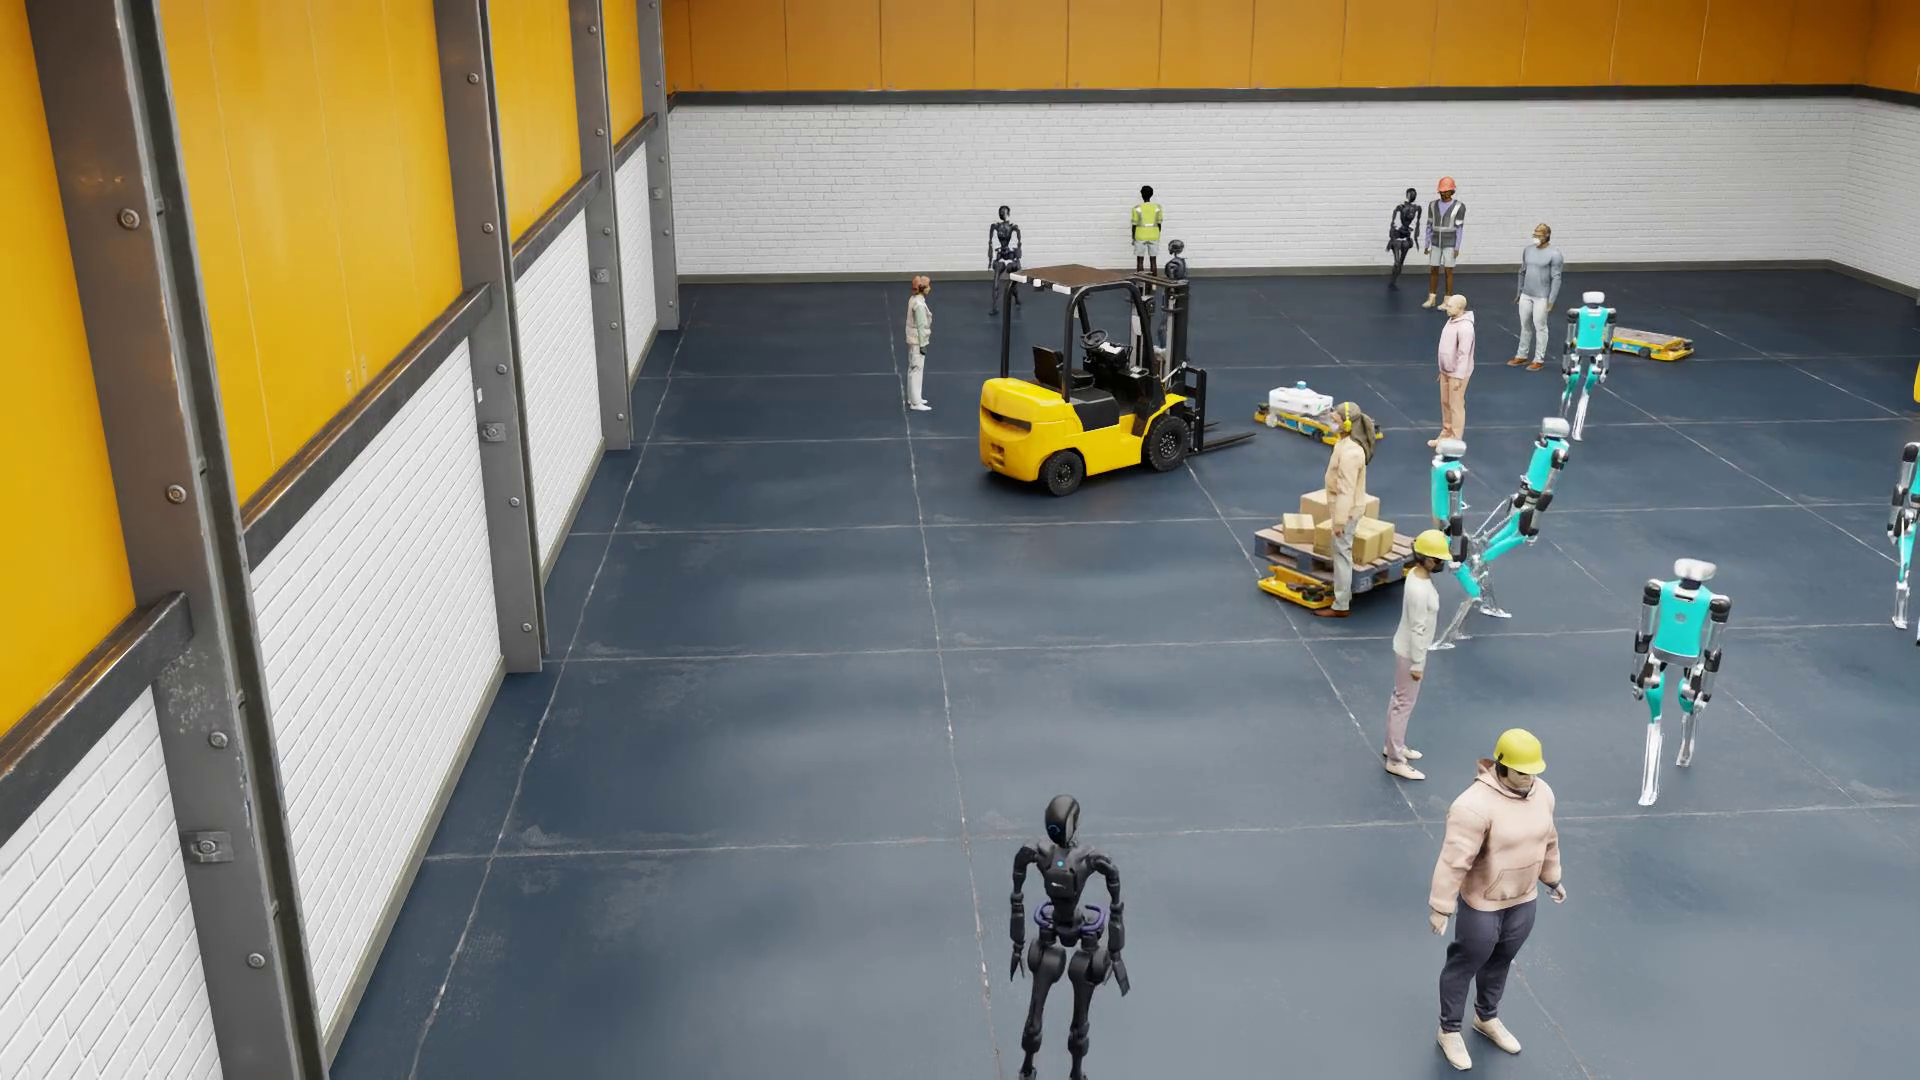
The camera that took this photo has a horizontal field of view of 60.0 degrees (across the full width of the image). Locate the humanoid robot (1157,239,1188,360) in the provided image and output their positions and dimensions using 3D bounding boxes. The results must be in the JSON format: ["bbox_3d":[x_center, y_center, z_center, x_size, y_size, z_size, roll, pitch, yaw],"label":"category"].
[{"bbox_3d":[2.841,-3.221,22.359,0.561,1.644,0.600,7,21,19],"label":"humanoid robot"}]

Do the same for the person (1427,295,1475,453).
[{"bbox_3d":[5.498,-1.842,18.467,0.408,1.777,0.520,-3,20,-9],"label":"person"}]

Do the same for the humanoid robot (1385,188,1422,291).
[{"bbox_3d":[7.139,-4.848,26.809,0.585,1.641,0.533,-7,21,-19],"label":"humanoid robot"}]

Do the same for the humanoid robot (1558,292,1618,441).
[{"bbox_3d":[7.070,-1.951,18.962,0.543,1.886,0.801,3,20,7],"label":"humanoid robot"}]

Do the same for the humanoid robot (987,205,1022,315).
[{"bbox_3d":[0.707,-4.261,25.300,0.589,1.644,0.793,9,22,24],"label":"humanoid robot"}]

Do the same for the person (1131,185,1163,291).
[{"bbox_3d":[3.005,-4.863,26.826,0.530,1.686,0.330,-2,20,-6],"label":"person"}]

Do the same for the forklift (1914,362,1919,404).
[{"bbox_3d":[12.602,-2.435,19.475,2.313,2.155,1.214,-1,20,-4],"label":"forklift"}]

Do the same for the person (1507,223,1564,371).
[{"bbox_3d":[7.602,-3.209,21.951,0.358,1.936,0.636,-12,23,-29],"label":"person"}]

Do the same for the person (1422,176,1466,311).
[{"bbox_3d":[7.365,-4.523,25.407,0.598,2.036,0.410,16,26,37],"label":"person"}]

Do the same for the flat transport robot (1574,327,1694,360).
[{"bbox_3d":[9.345,-2.738,23.089,0.659,0.231,1.431,-18,27,-40],"label":"flat transport robot"}]

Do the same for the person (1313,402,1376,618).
[{"bbox_3d":[3.247,-0.252,14.001,0.392,1.872,0.561,5,21,14],"label":"person"}]

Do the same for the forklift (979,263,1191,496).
[{"bbox_3d":[1.315,-1.764,17.646,2.313,2.155,1.214,-14,24,-33],"label":"forklift"}]

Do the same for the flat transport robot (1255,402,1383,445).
[{"bbox_3d":[4.169,-1.375,19.374,0.659,0.231,1.431,-13,24,-31],"label":"flat transport robot"}]

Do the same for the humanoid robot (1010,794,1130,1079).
[{"bbox_3d":[0.533,2.010,8.110,0.615,1.652,0.365,6,21,16],"label":"humanoid robot"}]

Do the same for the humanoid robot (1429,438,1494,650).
[{"bbox_3d":[4.072,0.074,13.367,0.673,1.832,0.540,-1,20,-1],"label":"humanoid robot"}]

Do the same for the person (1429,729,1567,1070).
[{"bbox_3d":[2.716,1.785,8.446,0.818,1.864,0.420,-9,22,-23],"label":"person"}]

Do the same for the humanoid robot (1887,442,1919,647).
[{"bbox_3d":[7.877,0.028,13.541,0.552,1.858,0.825,7,21,19],"label":"humanoid robot"}]

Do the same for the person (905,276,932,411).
[{"bbox_3d":[-0.502,-2.388,20.158,0.314,1.632,0.517,-4,20,-10],"label":"person"}]

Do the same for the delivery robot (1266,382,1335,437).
[{"bbox_3d":[3.983,-1.541,19.419,0.802,0.600,0.499,17,26,38],"label":"delivery robot"}]

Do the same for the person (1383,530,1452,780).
[{"bbox_3d":[3.128,0.762,11.382,0.326,1.765,0.525,5,21,13],"label":"person"}]

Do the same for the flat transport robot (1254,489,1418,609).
[{"bbox_3d":[3.388,0.290,14.836,1.431,0.231,0.659,-15,25,-35],"label":"flat transport robot"}]

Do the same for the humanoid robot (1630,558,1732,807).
[{"bbox_3d":[4.861,0.872,11.169,0.556,1.786,0.921,14,24,33],"label":"humanoid robot"}]

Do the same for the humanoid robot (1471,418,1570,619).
[{"bbox_3d":[4.594,-0.150,13.939,0.808,1.790,0.551,0,20,-1],"label":"humanoid robot"}]
